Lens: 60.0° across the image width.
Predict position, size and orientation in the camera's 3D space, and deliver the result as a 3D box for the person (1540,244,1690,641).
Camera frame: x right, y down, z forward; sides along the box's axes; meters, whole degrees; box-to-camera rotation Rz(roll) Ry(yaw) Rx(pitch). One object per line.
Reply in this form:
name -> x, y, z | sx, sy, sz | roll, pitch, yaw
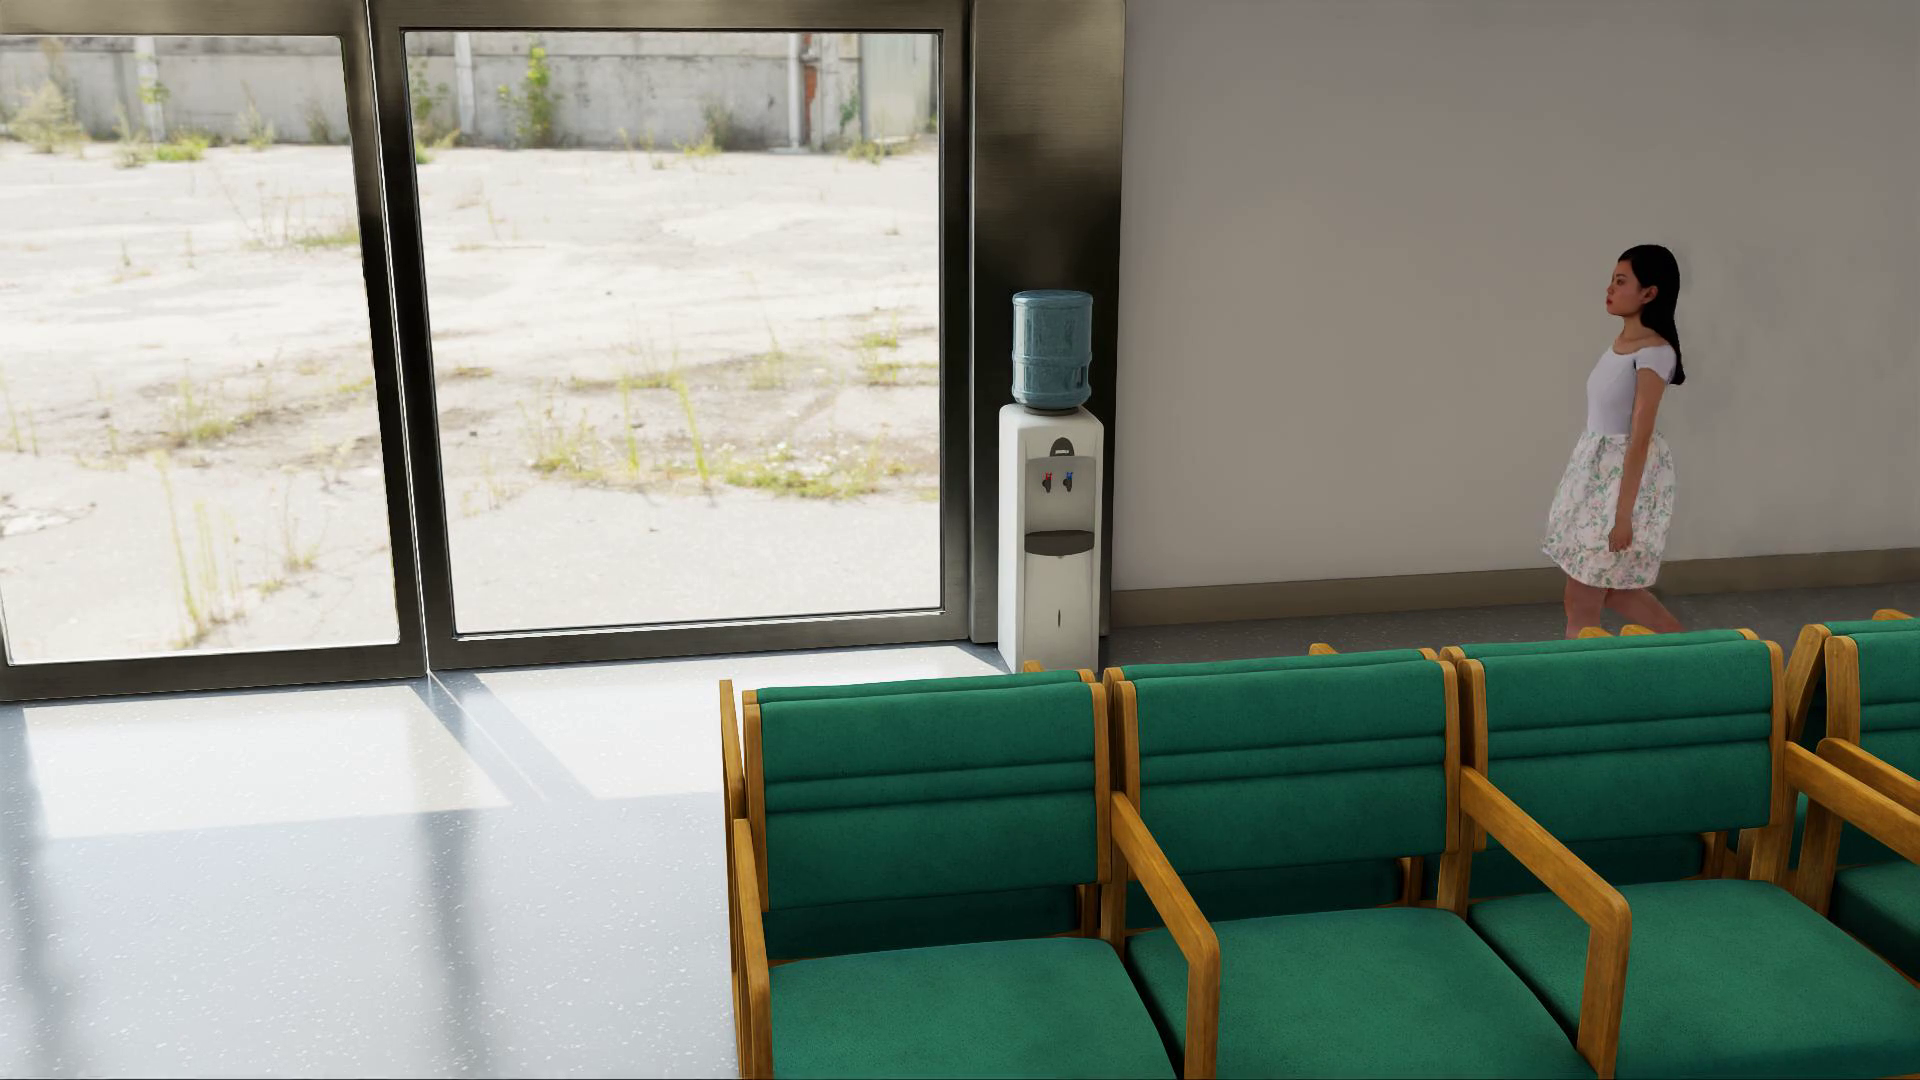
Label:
person -> 2.287, -0.089, 5.585 | 0.837, 1.756, 0.957 | 1, 16, 5
